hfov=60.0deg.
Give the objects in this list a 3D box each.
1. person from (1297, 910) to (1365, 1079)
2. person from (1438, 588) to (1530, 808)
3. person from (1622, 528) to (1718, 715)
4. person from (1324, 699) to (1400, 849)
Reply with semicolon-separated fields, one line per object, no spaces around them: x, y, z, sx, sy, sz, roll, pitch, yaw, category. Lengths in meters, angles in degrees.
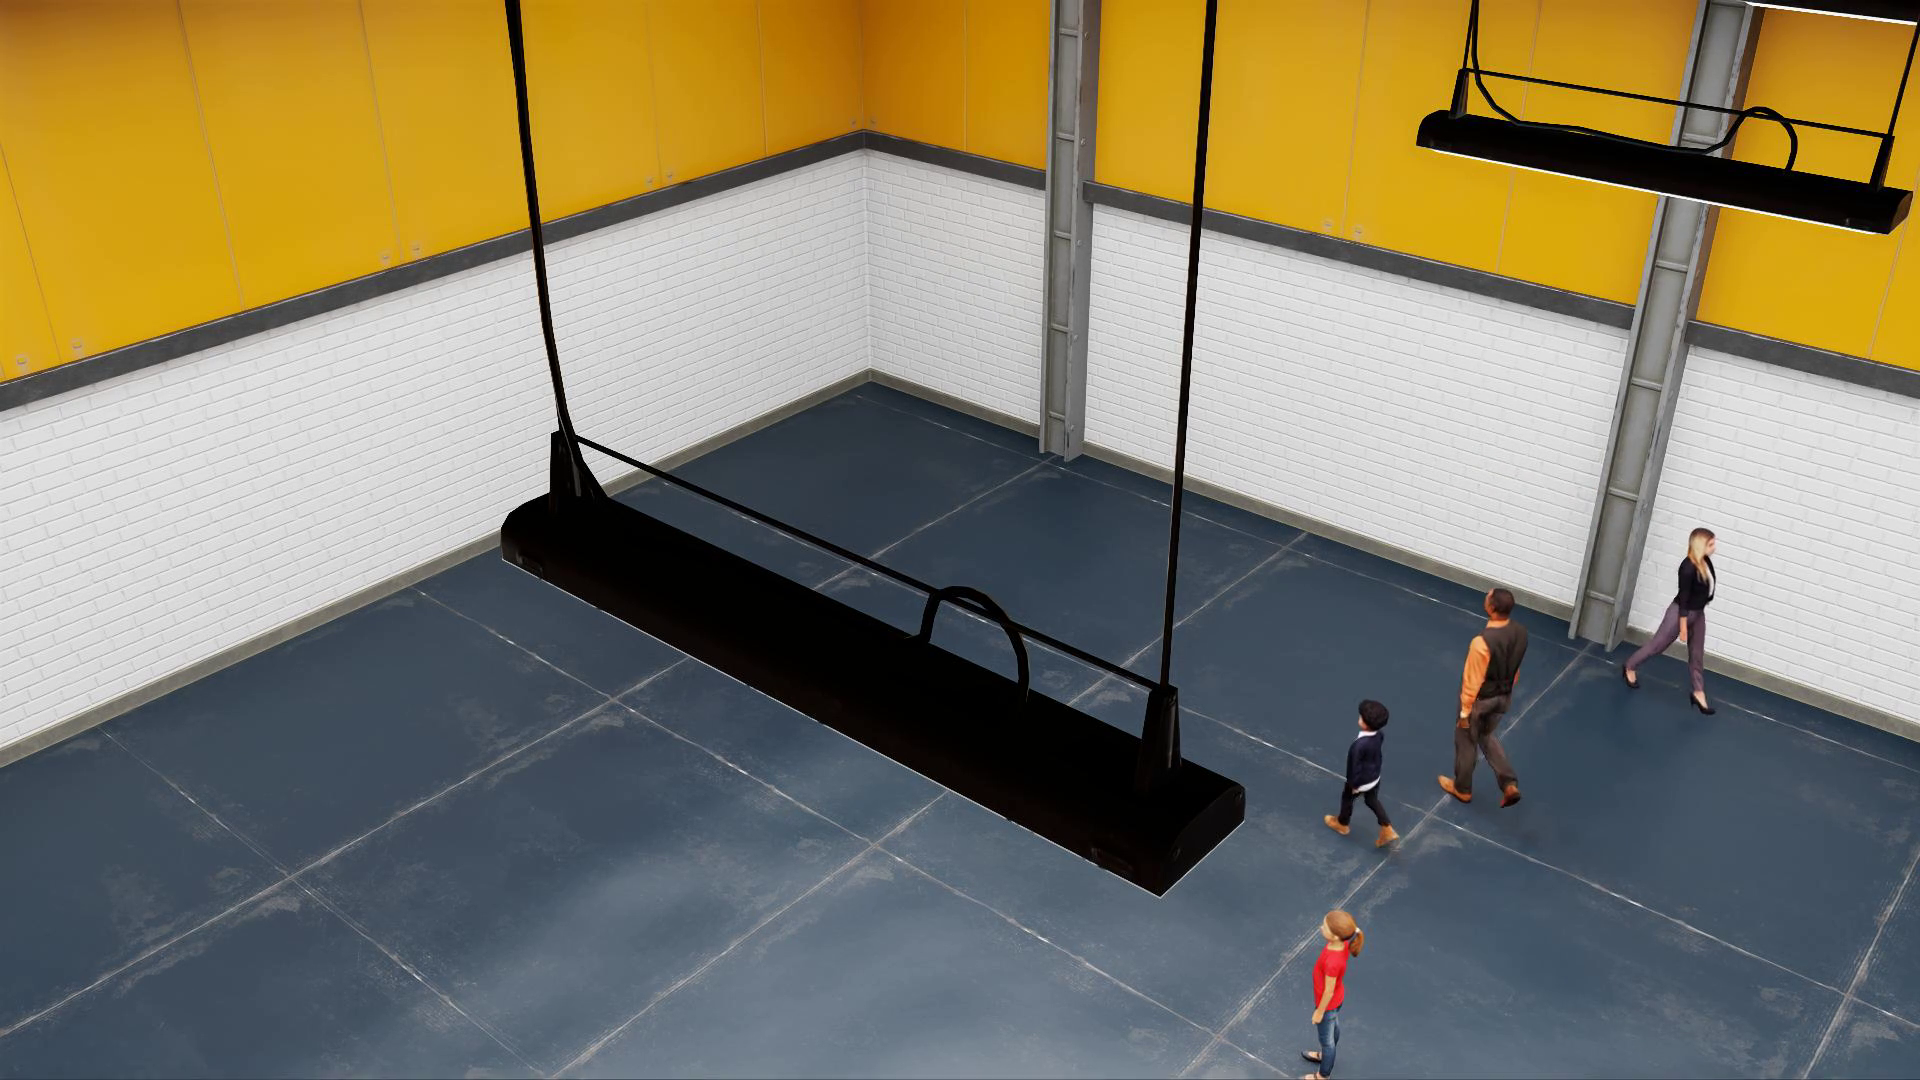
2.250;2.771;10.100;0.577;1.311;0.550;10;30;18;person
3.966;1.230;12.313;0.921;1.896;1.094;-14;32;-24;person
5.856;0.637;13.688;1.043;1.621;0.660;25;37;38;person
3.004;1.714;12.143;0.606;1.209;0.851;-21;35;-33;person
